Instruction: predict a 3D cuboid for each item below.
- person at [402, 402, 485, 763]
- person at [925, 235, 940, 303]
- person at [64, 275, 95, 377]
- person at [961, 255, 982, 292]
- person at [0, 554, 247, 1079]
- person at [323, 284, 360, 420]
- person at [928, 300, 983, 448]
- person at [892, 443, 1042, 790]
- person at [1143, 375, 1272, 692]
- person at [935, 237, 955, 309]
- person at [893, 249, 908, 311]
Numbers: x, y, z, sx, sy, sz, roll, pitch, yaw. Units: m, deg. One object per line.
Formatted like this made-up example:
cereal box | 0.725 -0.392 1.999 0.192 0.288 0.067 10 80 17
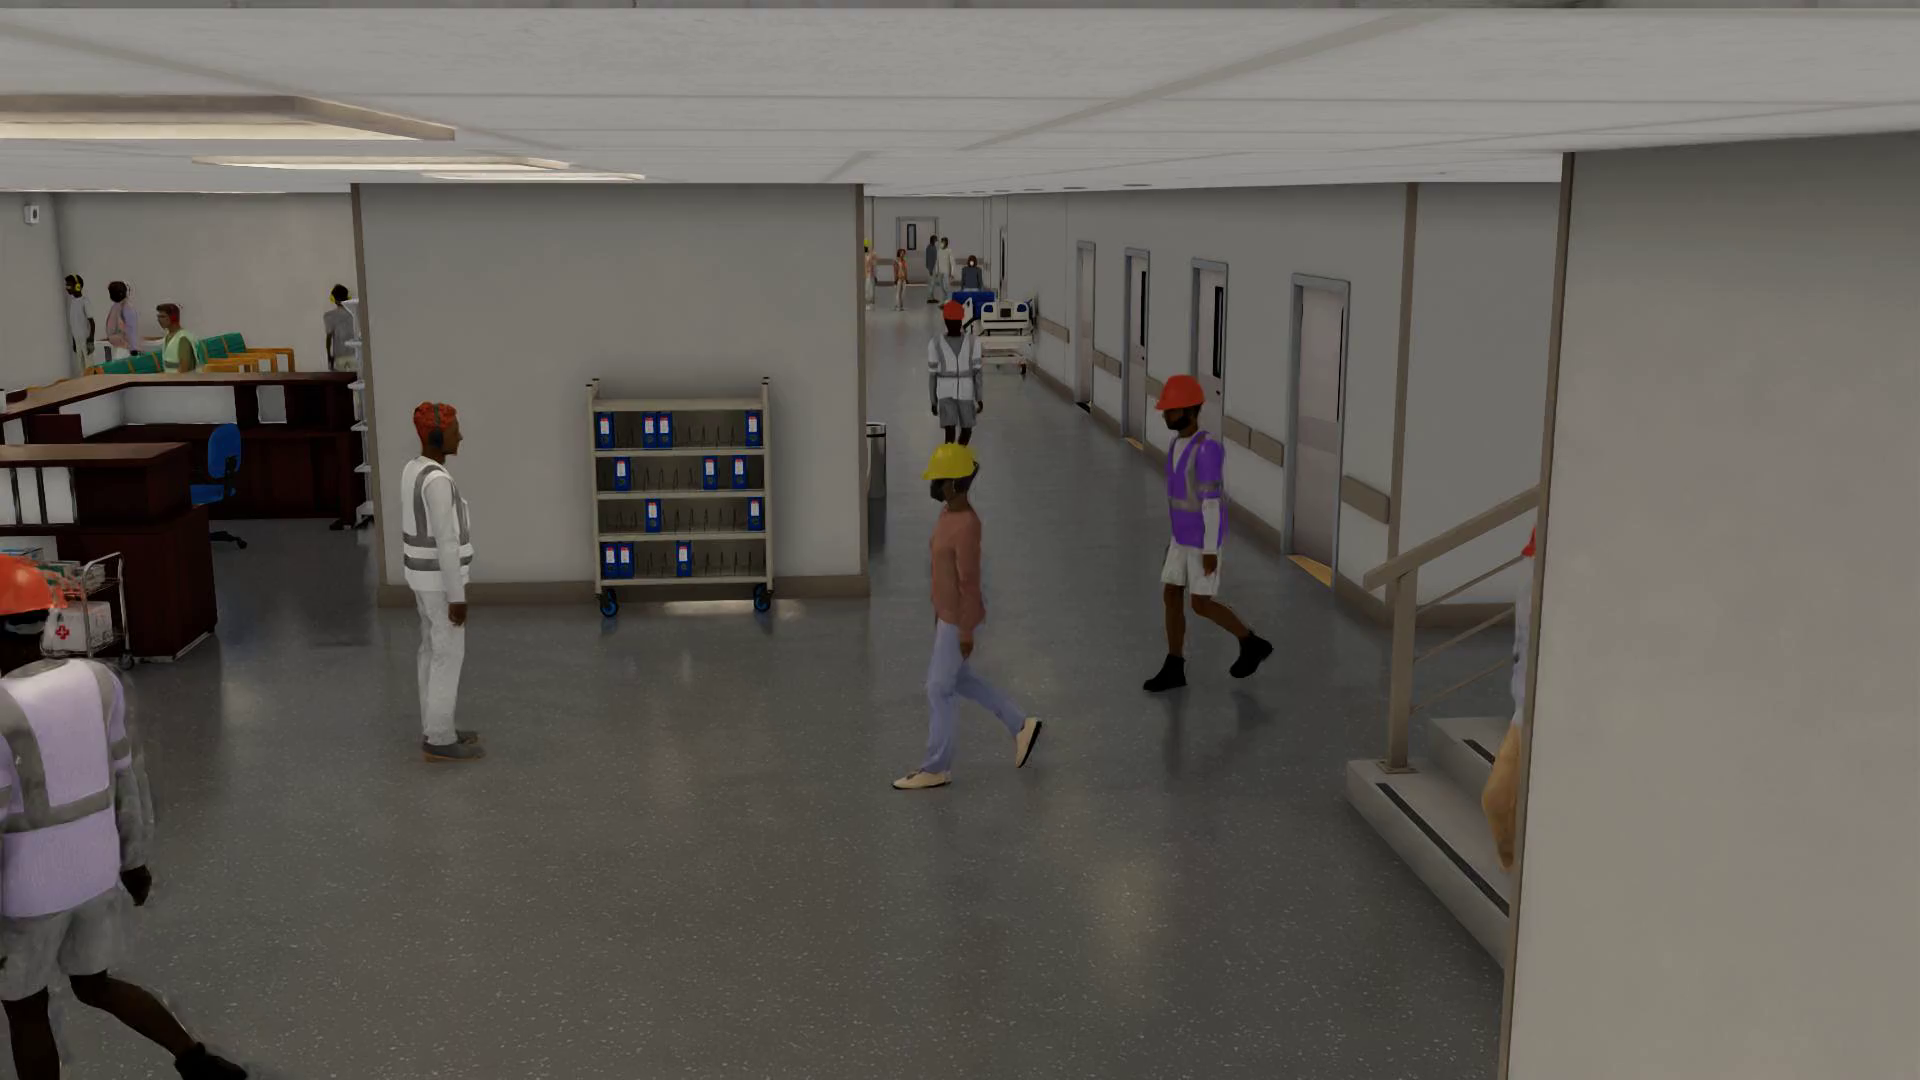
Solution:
person | -2.710 0.221 8.675 0.338 1.885 0.584 -7 14 -31
person | -0.790 -7.687 47.215 0.382 1.928 0.635 2 12 8
person | -12.428 -2.816 23.551 0.532 1.865 0.310 9 15 37
person | 0.280 -5.969 39.543 0.528 1.618 0.403 2 12 10
person | -2.582 0.988 4.879 0.703 1.910 0.572 4 12 17
person | -7.827 -2.340 21.262 0.519 1.855 0.716 -6 13 -26
person | -0.056 -1.497 16.998 0.549 1.919 0.811 -2 12 -10
person | 0.037 0.373 8.243 0.721 1.744 0.531 -2 12 -7
person | 1.465 -0.036 9.870 0.718 1.912 0.561 -4 12 -21
person | -0.386 -7.184 44.738 0.474 1.927 0.625 -11 16 -42
person | -1.561 -6.856 43.851 0.309 1.639 0.523 9 14 36
